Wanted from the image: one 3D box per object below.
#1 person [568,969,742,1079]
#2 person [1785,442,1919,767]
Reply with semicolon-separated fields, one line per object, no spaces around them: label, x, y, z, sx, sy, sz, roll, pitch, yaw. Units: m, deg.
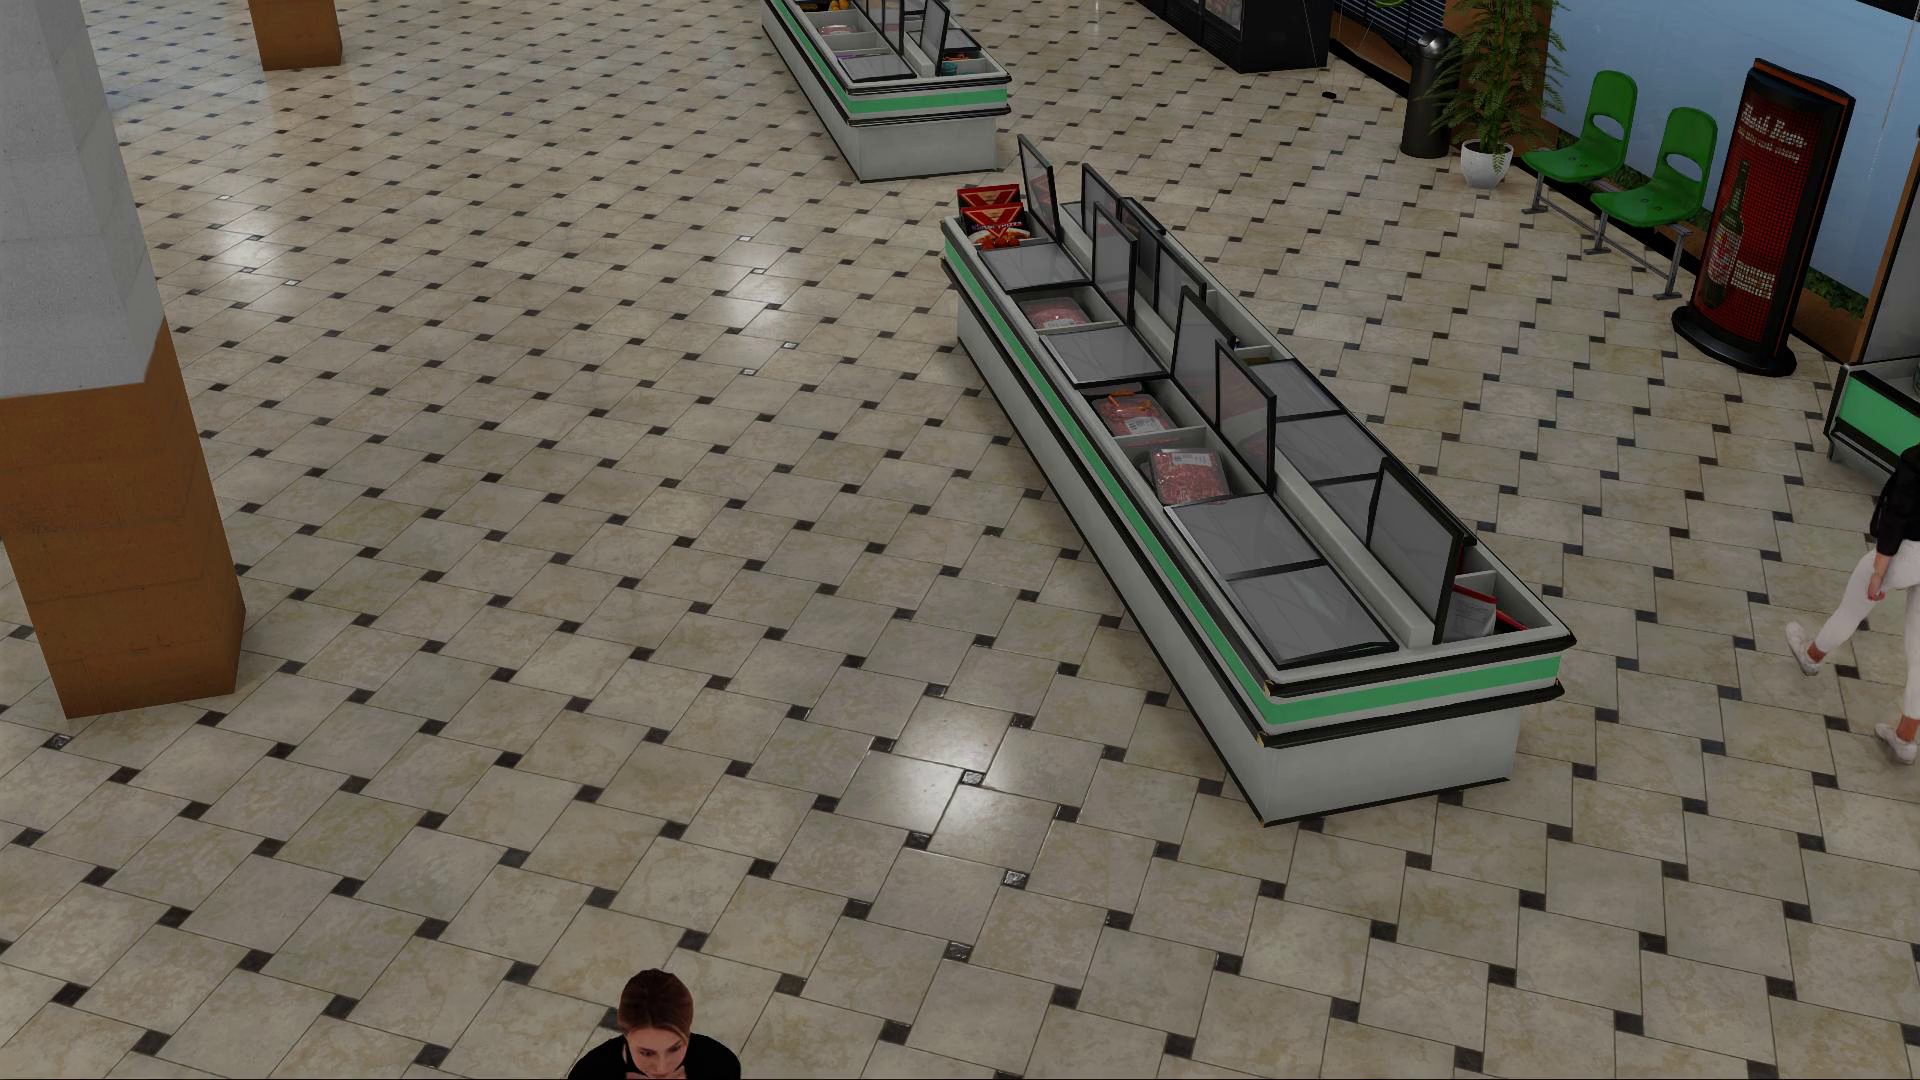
person;-0.738;1.690;4.191;0.652;1.757;0.776;-5;32;-8
person;3.930;0.147;6.759;0.788;1.663;1.164;0;32;-1
